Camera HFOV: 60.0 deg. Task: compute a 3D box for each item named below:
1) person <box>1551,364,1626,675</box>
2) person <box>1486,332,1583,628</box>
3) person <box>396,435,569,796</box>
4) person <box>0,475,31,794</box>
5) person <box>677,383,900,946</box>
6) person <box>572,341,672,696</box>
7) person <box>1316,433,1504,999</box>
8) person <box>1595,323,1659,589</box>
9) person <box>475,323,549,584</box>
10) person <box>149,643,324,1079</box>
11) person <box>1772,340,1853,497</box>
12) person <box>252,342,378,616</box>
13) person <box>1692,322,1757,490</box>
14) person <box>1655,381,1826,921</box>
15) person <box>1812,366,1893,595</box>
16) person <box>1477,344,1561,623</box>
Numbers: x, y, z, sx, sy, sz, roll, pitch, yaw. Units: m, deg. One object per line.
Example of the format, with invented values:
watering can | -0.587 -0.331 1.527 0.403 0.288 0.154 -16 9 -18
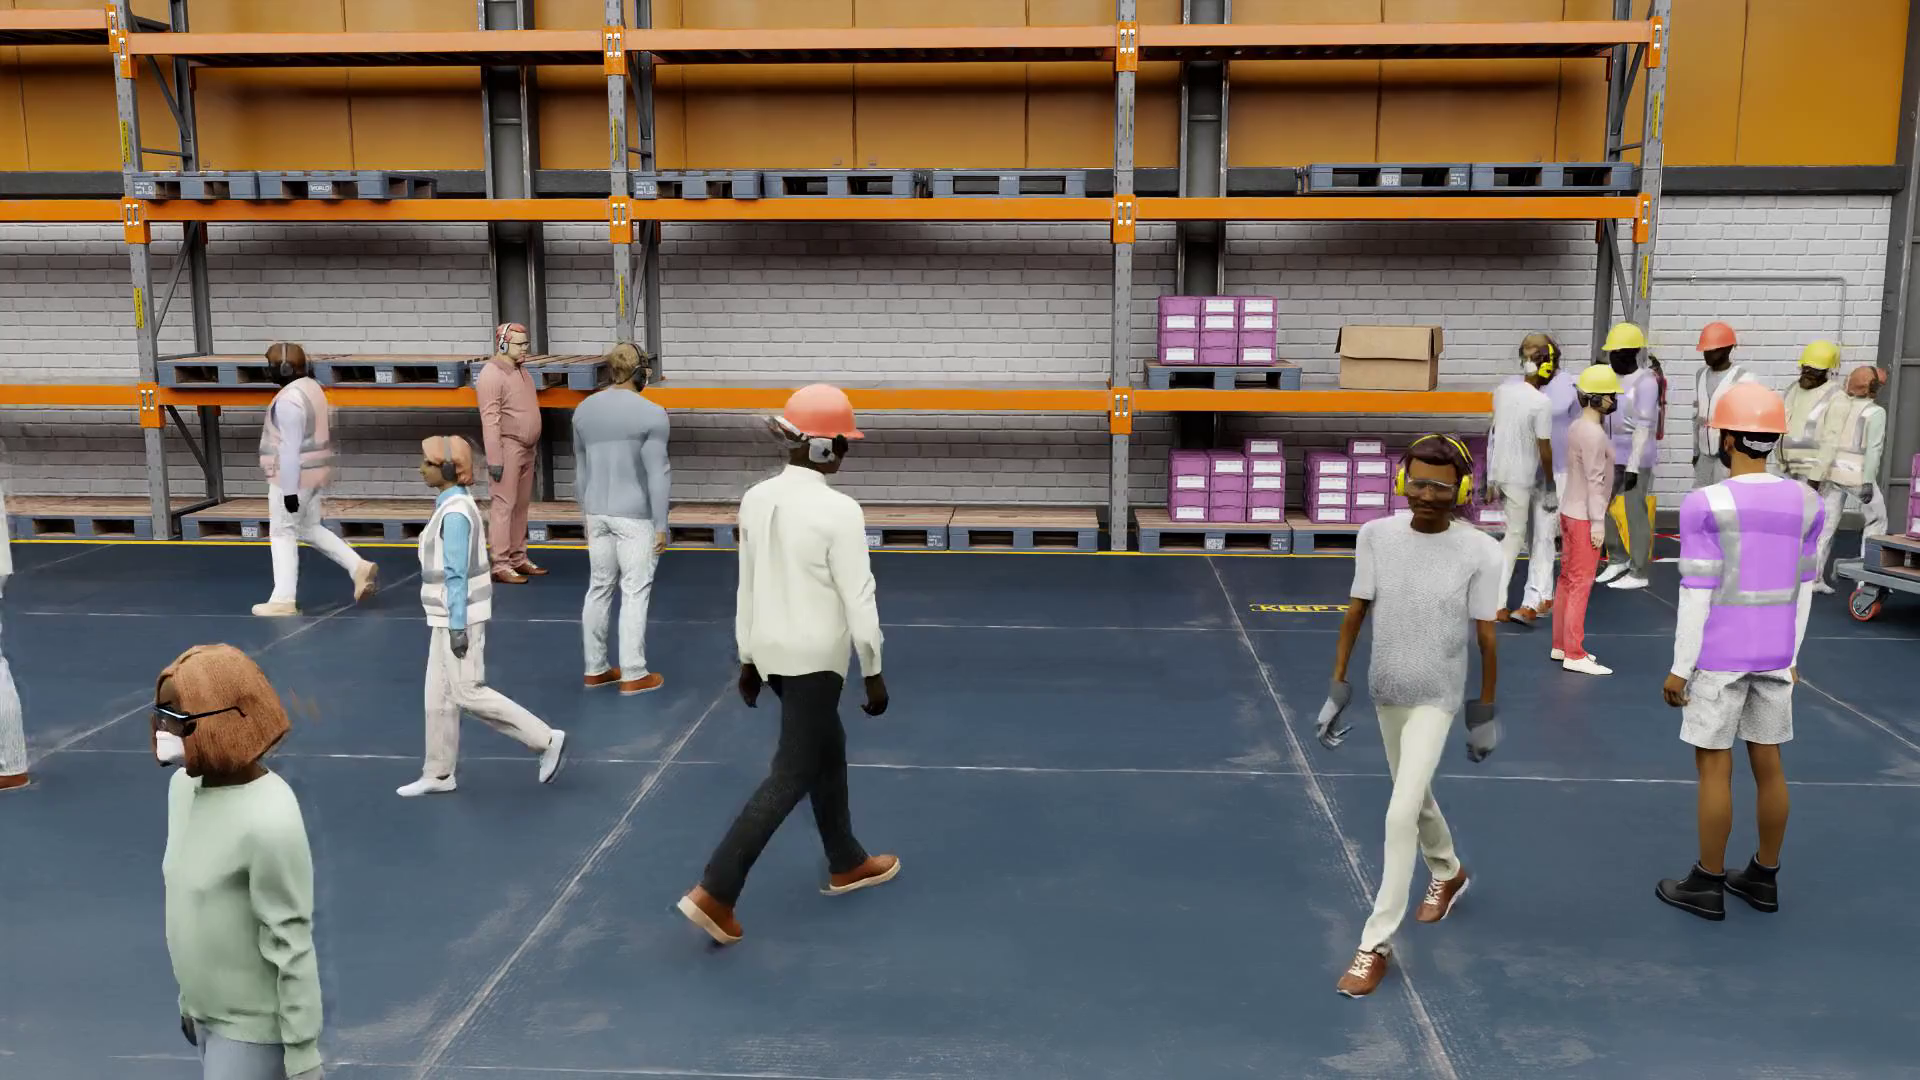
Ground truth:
person | 3.610 -0.122 9.557 0.312 1.769 0.522 1 10 7
person | 3.691 -0.381 10.697 0.653 1.891 0.939 8 13 40
person | -2.124 0.335 7.301 0.685 1.620 0.516 -3 10 -18
person | -4.450 0.198 7.218 0.669 1.921 0.655 -3 10 -19
person | -0.606 0.424 5.878 1.014 1.956 0.613 -9 13 -41
person | -1.830 -0.112 9.073 0.629 1.925 0.411 5 11 26
person | 1.557 0.529 5.638 0.535 1.817 1.003 9 13 41
person | 4.745 -0.582 11.832 0.485 1.907 0.598 -2 10 -9
person | -3.261 -0.634 12.174 0.404 1.900 0.639 1 10 8
person | -1.454 0.989 3.516 0.506 1.609 0.735 9 13 43
person | 5.912 -0.517 11.804 0.704 1.790 0.622 -2 10 -12
person | -4.326 -0.400 11.004 0.736 1.822 0.631 0 10 -2
person | 5.765 -0.686 12.475 0.721 1.909 0.552 -4 10 -22
person | 2.783 0.402 5.987 0.546 1.939 0.375 -2 10 -12
person | 6.275 -0.404 11.623 0.698 1.610 0.553 -2 10 -11
person | 3.592 -0.359 10.717 0.426 1.840 0.554 -2 10 -14
